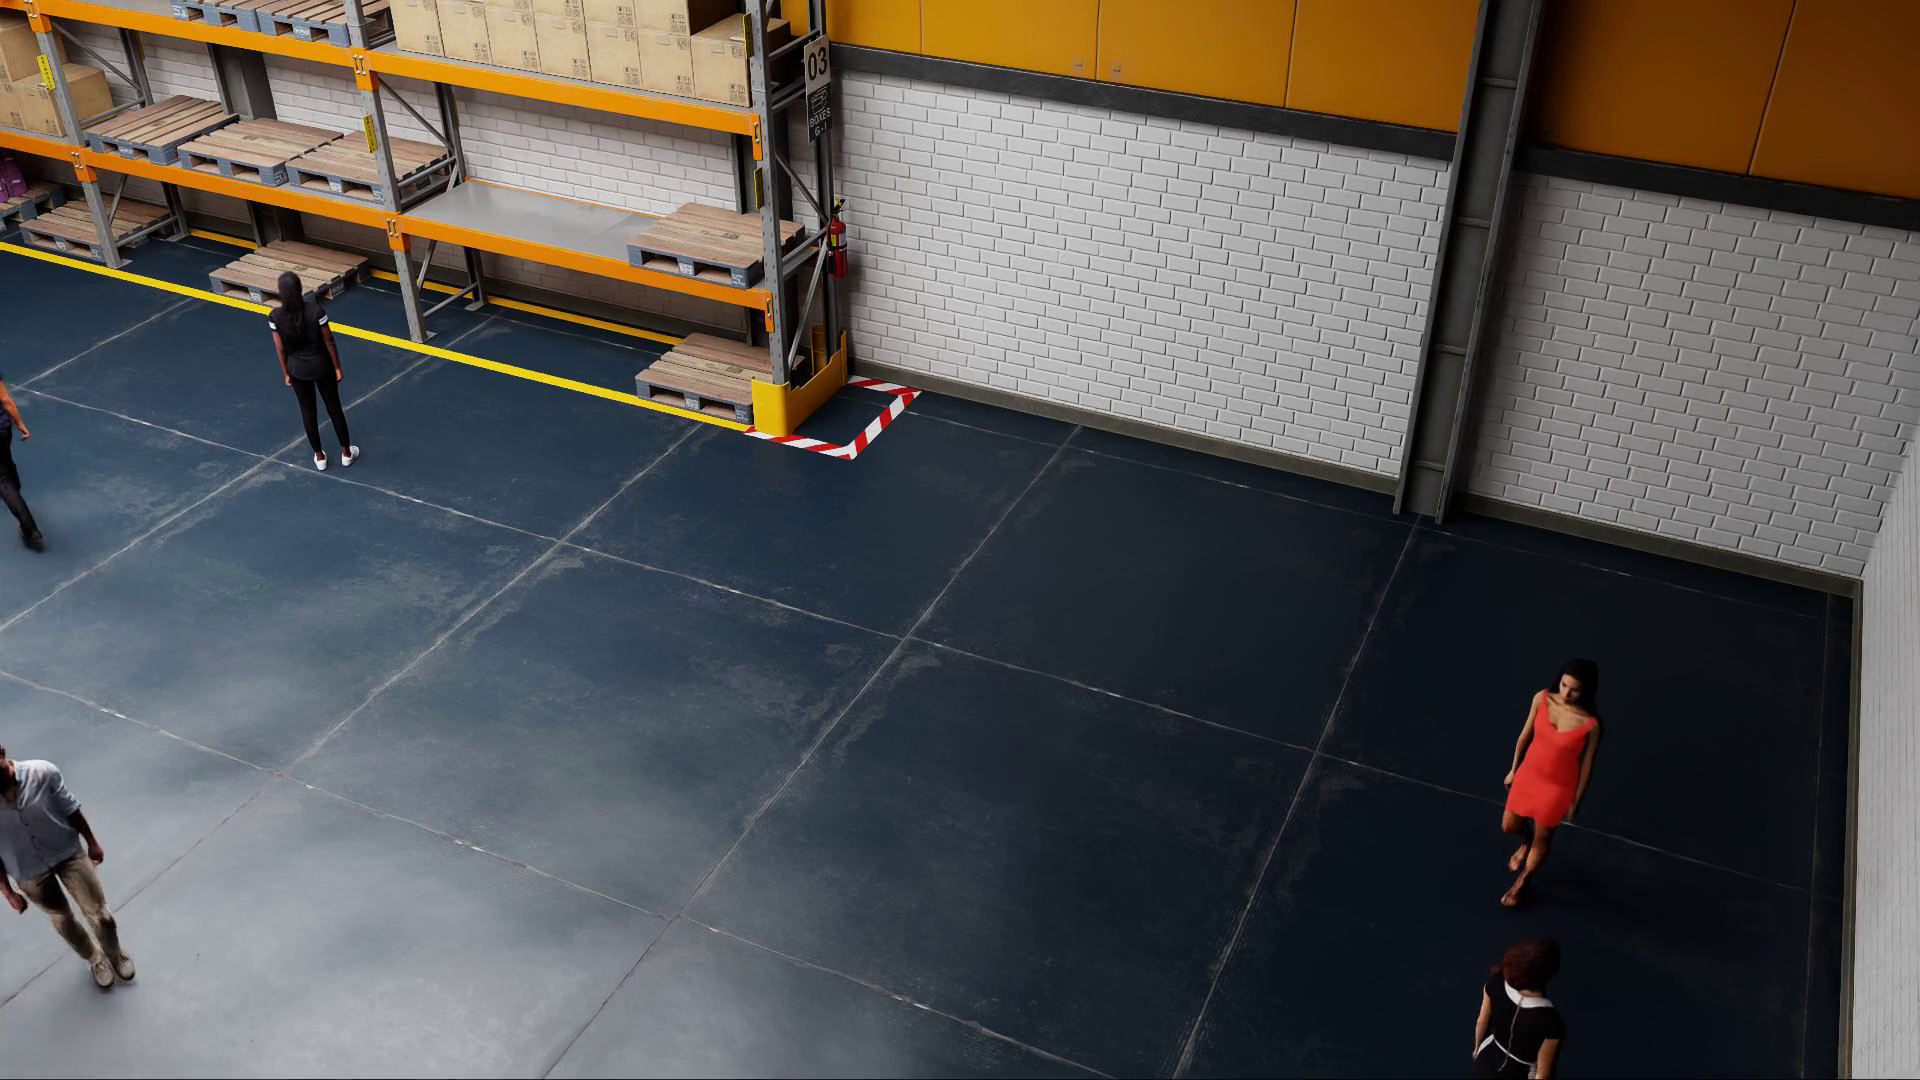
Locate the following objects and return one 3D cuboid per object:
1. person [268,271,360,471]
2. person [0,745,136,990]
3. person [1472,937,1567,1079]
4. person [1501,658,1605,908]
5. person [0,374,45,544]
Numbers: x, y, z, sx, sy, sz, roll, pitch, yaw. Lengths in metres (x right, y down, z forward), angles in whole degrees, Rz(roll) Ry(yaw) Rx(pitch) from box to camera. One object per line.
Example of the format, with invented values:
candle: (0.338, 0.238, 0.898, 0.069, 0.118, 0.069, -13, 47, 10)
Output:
person: (-5.268, -1.382, 13.510, 0.693, 1.742, 0.771, -8, 34, -11)
person: (-4.881, 1.659, 8.856, 0.796, 1.828, 0.817, -23, 40, -30)
person: (2.444, 2.532, 7.578, 0.783, 1.790, 0.695, -22, 39, -29)
person: (3.370, 1.335, 9.447, 0.718, 1.713, 0.768, 27, 42, 35)
person: (-7.322, -0.759, 12.577, 1.226, 1.736, 0.874, 25, 41, 33)
